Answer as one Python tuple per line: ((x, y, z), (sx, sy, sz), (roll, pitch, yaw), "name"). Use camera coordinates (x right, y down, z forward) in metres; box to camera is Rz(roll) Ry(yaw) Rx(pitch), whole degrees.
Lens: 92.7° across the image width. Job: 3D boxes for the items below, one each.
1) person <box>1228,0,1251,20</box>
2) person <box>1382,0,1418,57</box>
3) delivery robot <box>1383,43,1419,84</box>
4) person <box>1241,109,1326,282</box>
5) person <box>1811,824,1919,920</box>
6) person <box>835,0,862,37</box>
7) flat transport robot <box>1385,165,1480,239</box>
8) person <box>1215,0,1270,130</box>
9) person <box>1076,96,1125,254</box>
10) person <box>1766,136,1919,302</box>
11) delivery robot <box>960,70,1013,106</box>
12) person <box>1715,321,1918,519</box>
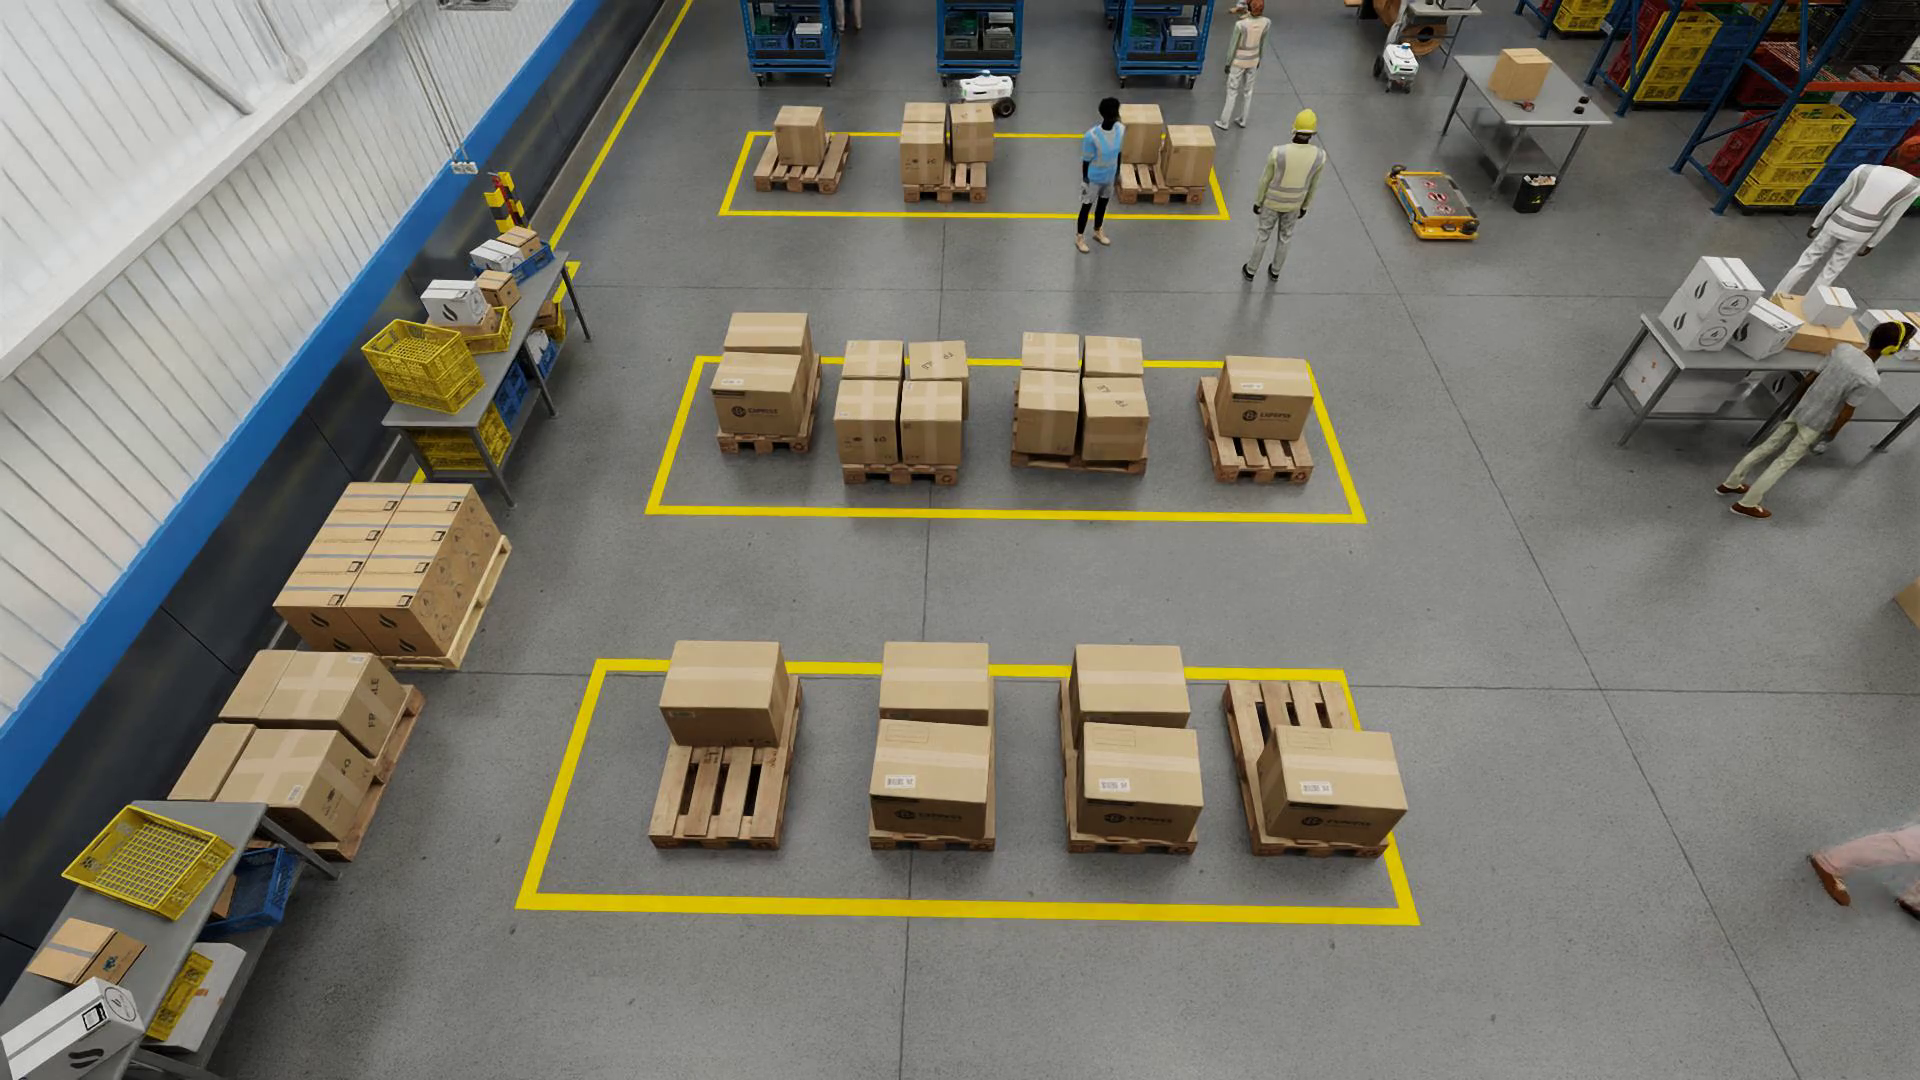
((4.705, -9.294, 14.529), (0.429, 1.844, 0.625), (-15, 51, -13), "person")
((6.572, -7.903, 13.270), (0.371, 1.929, 0.629), (22, 53, 18), "person")
((6.373, -6.919, 13.258), (0.477, 0.478, 0.707), (4, 49, 4), "delivery robot")
((3.374, -3.551, 9.572), (0.588, 1.825, 0.403), (1, 49, 1), "person")
((5.723, 1.673, 5.033), (0.680, 1.864, 0.791), (-24, 53, -19), "person")
((-1.759, -8.847, 14.054), (0.625, 1.980, 0.411), (-17, 51, -14), "person")
((5.692, -4.094, 11.059), (0.652, 0.197, 1.431), (1, 49, 1), "flat transport robot")
((3.726, -6.249, 12.031), (0.518, 1.632, 0.315), (-12, 50, -11), "person")
((1.532, -3.985, 10.028), (0.534, 1.695, 0.318), (-24, 53, -19), "person")
((8.811, -3.064, 9.114), (0.344, 1.878, 0.579), (-35, 58, -27), "person")
((0.364, -6.226, 12.658), (0.707, 0.478, 0.477), (-7, 50, -6), "delivery robot")
((6.778, -0.947, 7.288), (0.328, 1.867, 0.514), (0, 49, 0), "person")
